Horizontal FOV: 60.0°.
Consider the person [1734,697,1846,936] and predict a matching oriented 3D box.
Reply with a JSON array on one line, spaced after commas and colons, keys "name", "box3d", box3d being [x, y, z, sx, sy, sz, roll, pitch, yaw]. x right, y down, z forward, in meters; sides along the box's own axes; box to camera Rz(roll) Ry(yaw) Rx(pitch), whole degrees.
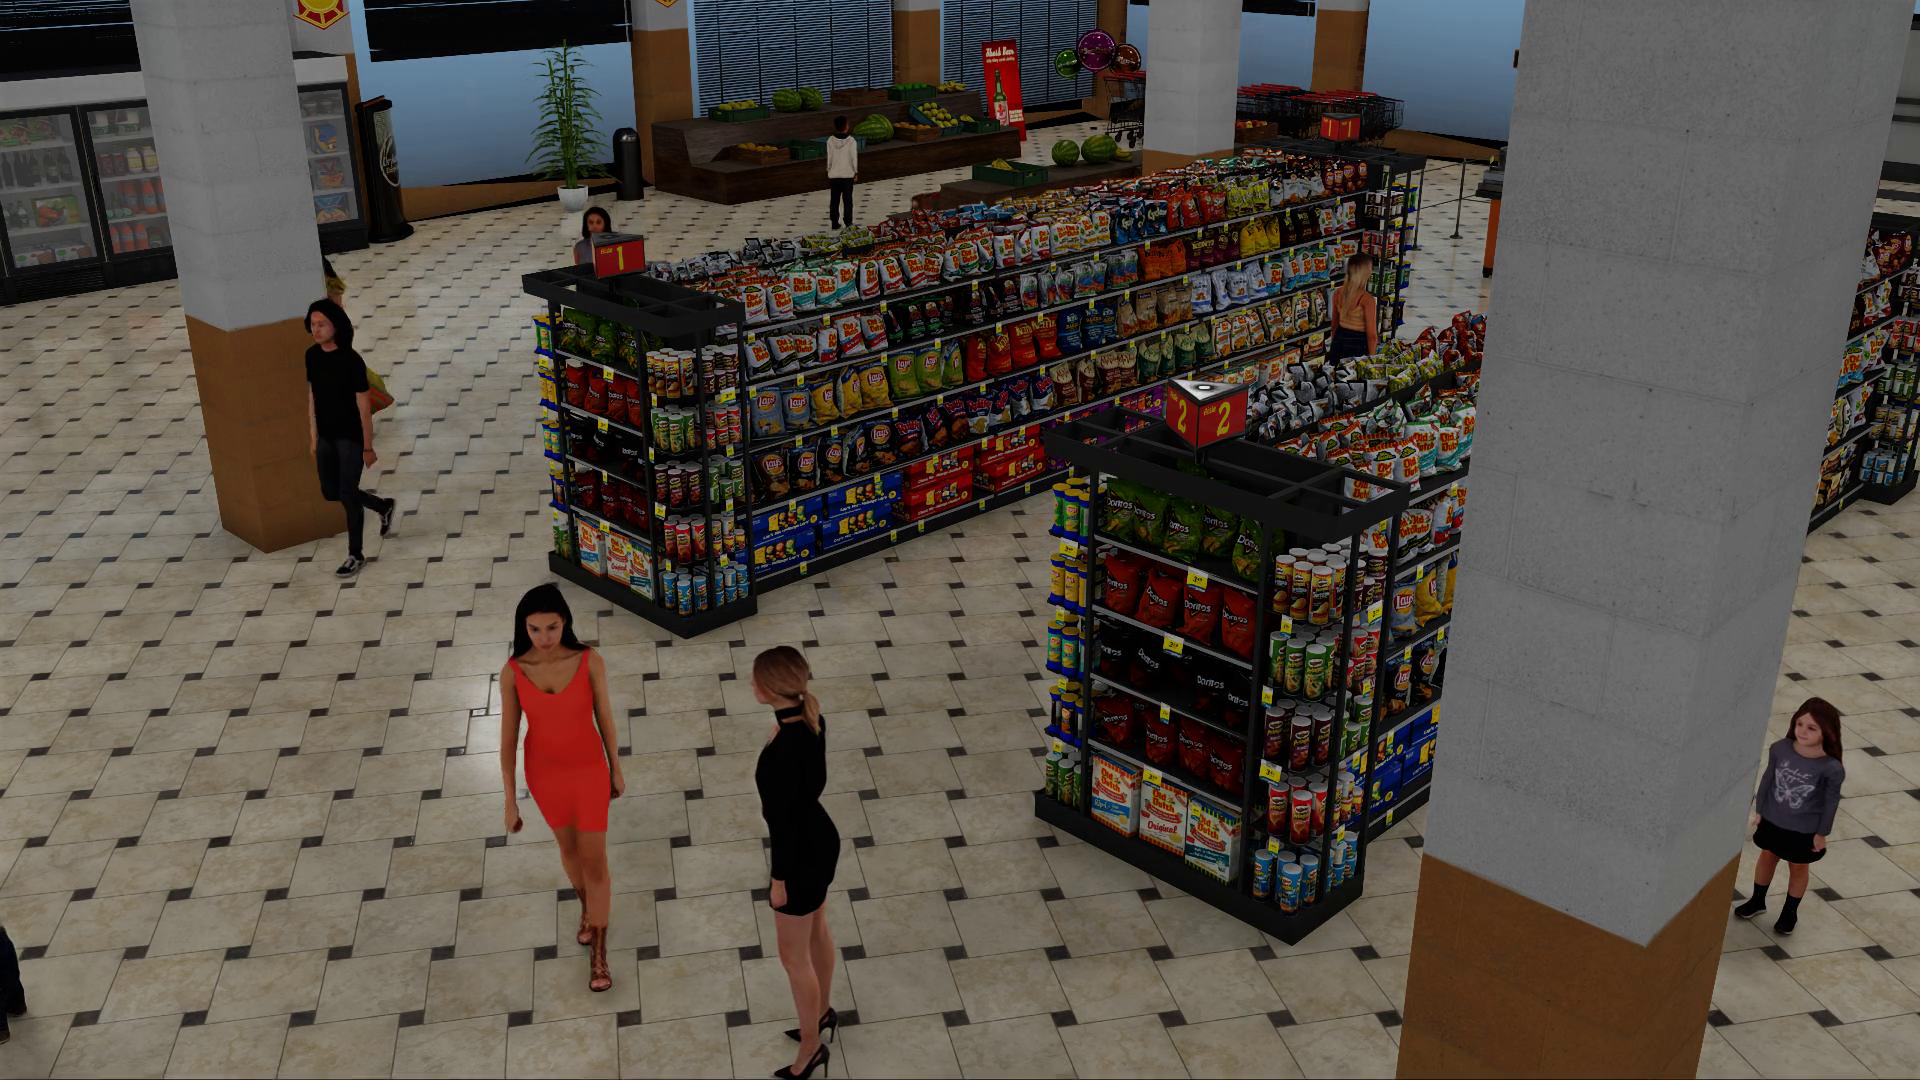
[{"name": "person", "box3d": [3.611, 1.178, 7.186, 0.458, 1.105, 0.478, -18, 28, -38]}]

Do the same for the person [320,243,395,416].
[{"name": "person", "box3d": [-5.100, -1.640, 13.486, 1.053, 1.637, 1.292, 9, 24, 21]}]

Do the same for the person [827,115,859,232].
[{"name": "person", "box3d": [-1.526, -4.703, 21.357, 0.643, 1.452, 0.640, 7, 23, 16]}]

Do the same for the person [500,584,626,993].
[{"name": "person", "box3d": [-1.640, 0.954, 6.956, 0.964, 1.693, 0.983, -3, 22, -7]}]

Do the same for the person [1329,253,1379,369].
[{"name": "person", "box3d": [3.042, -1.426, 12.966, 0.542, 1.627, 0.602, -15, 27, -33]}]

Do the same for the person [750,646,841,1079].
[{"name": "person", "box3d": [-0.608, 1.235, 6.239, 0.723, 1.705, 0.640, 3, 22, 8]}]

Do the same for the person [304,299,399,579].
[{"name": "person", "box3d": [-4.001, -0.708, 10.925, 0.827, 1.816, 1.009, 10, 24, 24]}]

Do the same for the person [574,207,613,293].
[{"name": "person", "box3d": [-3.011, -1.929, 14.031, 0.803, 1.767, 0.869, 1, 22, 4]}]
